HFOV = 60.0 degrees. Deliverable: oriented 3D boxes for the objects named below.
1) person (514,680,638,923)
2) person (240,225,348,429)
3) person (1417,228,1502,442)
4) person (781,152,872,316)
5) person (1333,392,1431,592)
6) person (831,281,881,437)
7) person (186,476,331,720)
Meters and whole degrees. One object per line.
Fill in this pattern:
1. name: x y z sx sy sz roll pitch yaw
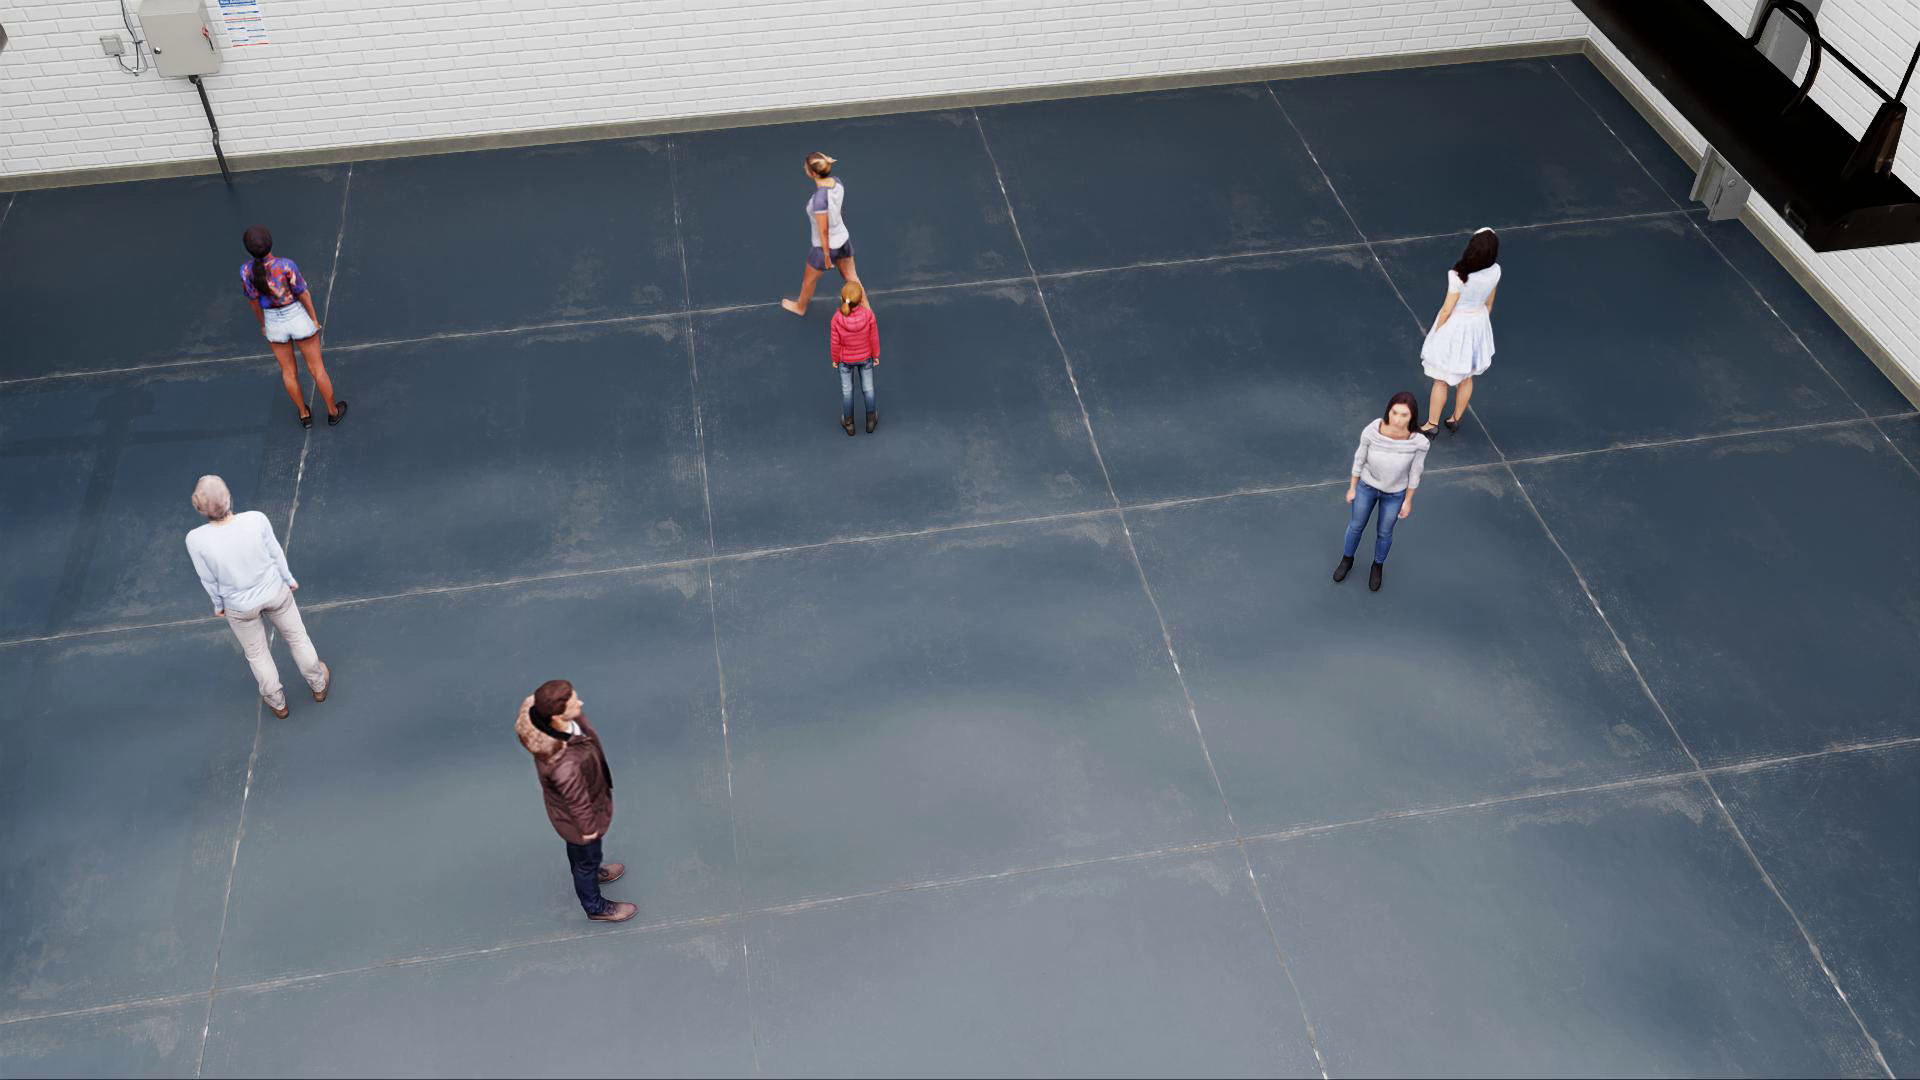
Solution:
1. person: -2.104 1.414 9.112 0.842 1.847 0.639 -12 45 -13
2. person: -4.982 -1.584 12.335 0.583 1.743 0.499 -7 44 -7
3. person: 3.671 -1.491 12.182 0.694 1.819 0.714 -9 44 -9
4. person: -0.963 -2.324 13.239 1.061 1.566 1.080 21 47 20
5. person: 2.810 -0.336 11.102 0.680 1.636 0.686 15 46 15
6. person: -0.781 -1.354 12.402 0.512 1.317 0.471 -6 44 -6
7. person: -4.317 0.347 10.198 0.730 1.894 0.698 -21 48 -21
